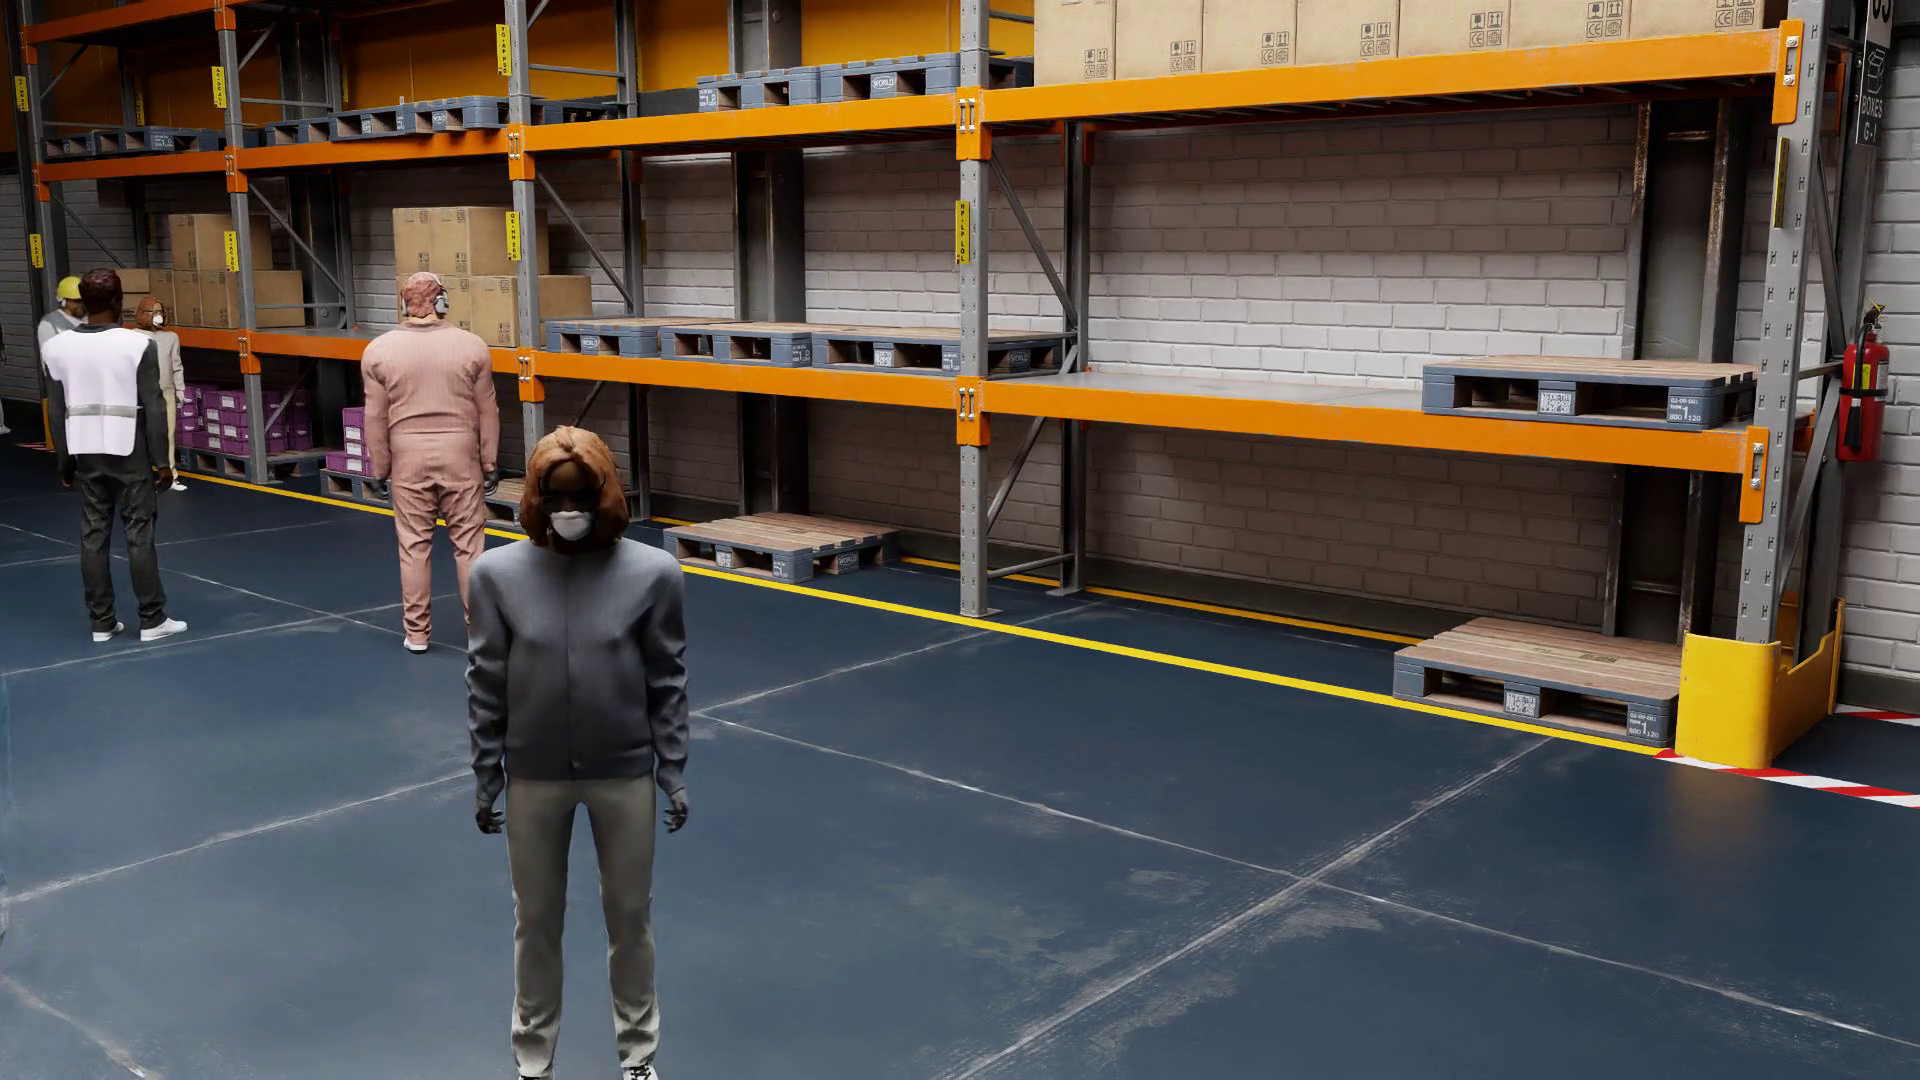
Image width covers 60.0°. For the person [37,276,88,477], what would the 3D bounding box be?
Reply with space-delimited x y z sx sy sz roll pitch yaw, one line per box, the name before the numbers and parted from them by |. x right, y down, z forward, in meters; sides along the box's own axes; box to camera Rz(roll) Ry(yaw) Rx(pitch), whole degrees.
person | -7.466 -1.352 14.191 0.611 1.790 0.654 3 10 18

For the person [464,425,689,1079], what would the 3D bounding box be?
person | -0.868 0.549 3.815 0.498 1.633 0.286 -2 10 -9

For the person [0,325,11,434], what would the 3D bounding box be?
person | -10.643 -2.061 18.025 0.533 1.862 0.310 -4 11 -20

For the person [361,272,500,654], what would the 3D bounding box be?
person | -2.625 -0.377 8.330 0.636 1.903 0.405 -3 10 -14

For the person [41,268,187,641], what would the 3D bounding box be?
person | -4.359 -0.425 8.547 0.589 1.920 0.398 0 10 2

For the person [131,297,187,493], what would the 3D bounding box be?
person | -6.661 -1.195 13.775 0.271 1.629 0.501 7 12 34
